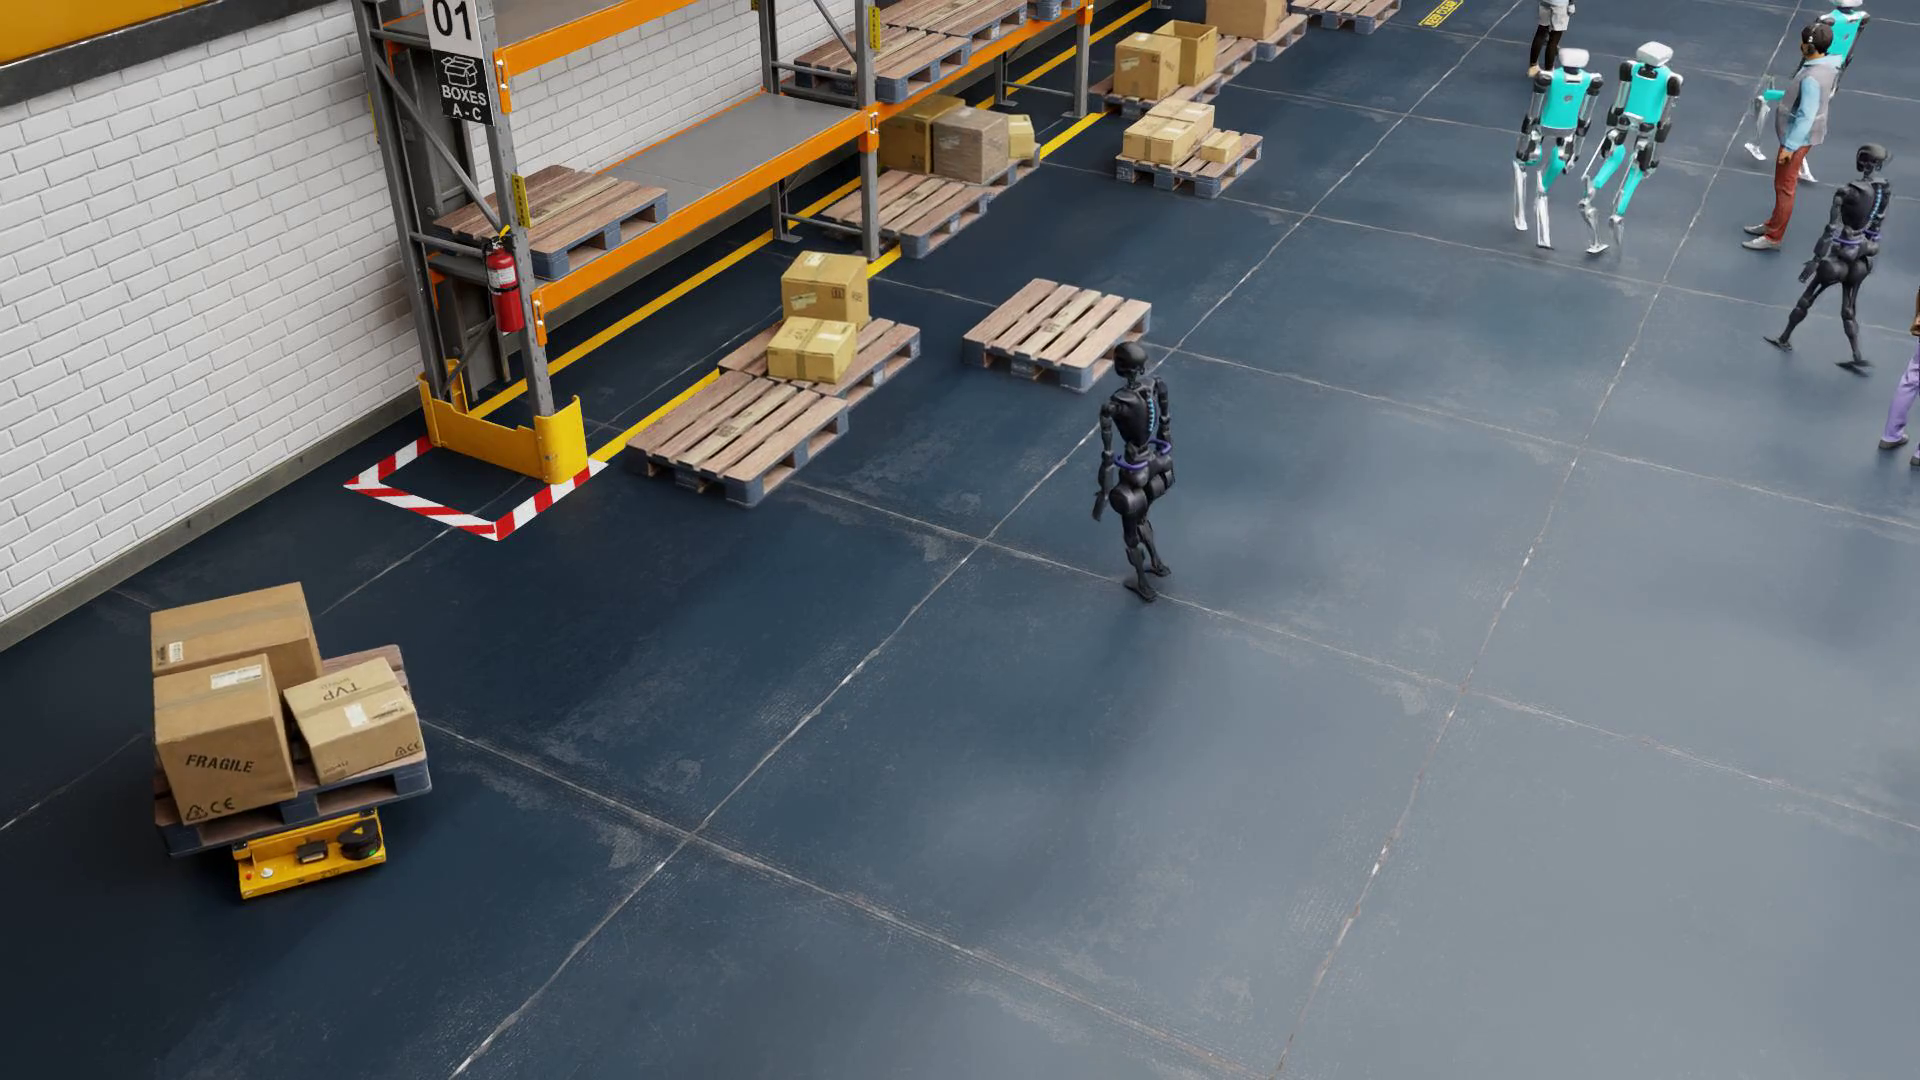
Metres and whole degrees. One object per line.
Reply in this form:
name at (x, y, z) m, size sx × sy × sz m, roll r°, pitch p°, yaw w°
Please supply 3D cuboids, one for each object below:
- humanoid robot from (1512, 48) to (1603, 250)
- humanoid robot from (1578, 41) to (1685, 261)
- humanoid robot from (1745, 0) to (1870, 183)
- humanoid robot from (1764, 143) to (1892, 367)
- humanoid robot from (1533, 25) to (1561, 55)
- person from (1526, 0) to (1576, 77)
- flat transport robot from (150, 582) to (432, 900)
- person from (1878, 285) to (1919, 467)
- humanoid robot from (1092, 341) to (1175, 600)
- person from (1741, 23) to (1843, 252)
humanoid robot at (4.837, -3.256, 13.741) m, size 0.546 × 1.732 × 0.982 m, roll 1°, pitch 33°, yaw 2°
humanoid robot at (5.344, -3.066, 13.511) m, size 0.685 × 1.864 × 0.544 m, roll -25°, pitch 41°, yaw -32°
humanoid robot at (7.653, -4.188, 15.201) m, size 0.535 × 1.764 × 1.027 m, roll -12°, pitch 35°, yaw -17°
humanoid robot at (6.424, -2.046, 12.012) m, size 0.612 × 1.632 × 0.744 m, roll -13°, pitch 36°, yaw -19°
humanoid robot at (6.608, -6.189, 18.294) m, size 0.611 × 1.646 × 0.780 m, roll -8°, pitch 34°, yaw -11°
person at (6.250, -5.644, 17.390) m, size 0.320 × 1.697 × 0.531 m, roll -10°, pitch 35°, yaw -15°
flat transport robot at (-3.315, 1.187, 8.352) m, size 0.659 × 0.231 × 1.431 m, roll -13°, pitch 36°, yaw -19°
person at (6.396, -1.349, 10.762) m, size 0.391 × 1.841 × 0.562 m, roll -13°, pitch 36°, yaw -19°
humanoid robot at (1.004, -0.373, 9.447) m, size 0.612 × 1.644 × 0.349 m, roll -27°, pitch 42°, yaw -35°
person at (6.878, -3.297, 13.678) m, size 0.415 × 1.878 × 0.531 m, roll 16°, pitch 37°, yaw 22°
